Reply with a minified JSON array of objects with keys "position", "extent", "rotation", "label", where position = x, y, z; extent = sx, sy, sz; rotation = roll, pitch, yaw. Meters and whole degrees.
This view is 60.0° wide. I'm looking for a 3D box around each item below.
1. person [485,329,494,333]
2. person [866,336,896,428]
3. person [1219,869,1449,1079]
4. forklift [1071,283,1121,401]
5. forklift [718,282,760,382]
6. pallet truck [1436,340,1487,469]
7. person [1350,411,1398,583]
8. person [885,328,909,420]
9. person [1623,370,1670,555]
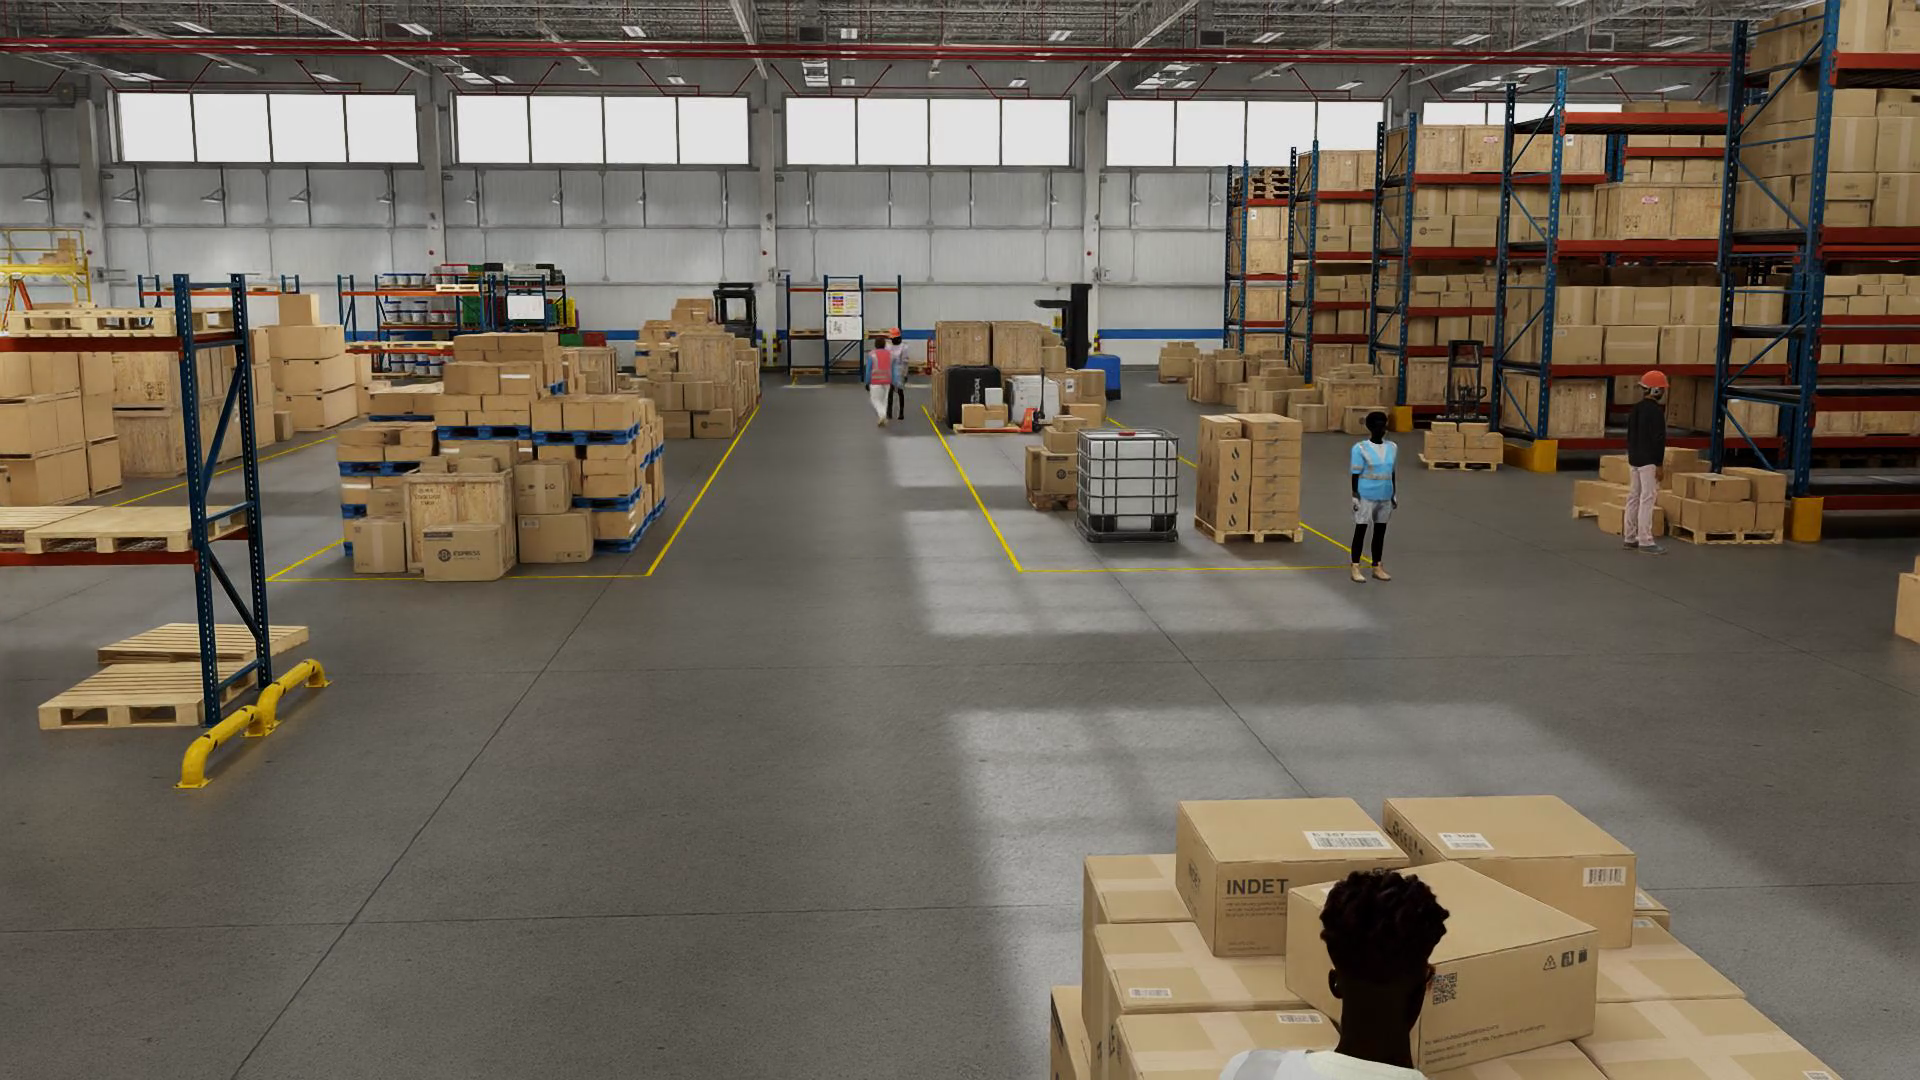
[{"position":[-9.762,-3.428,34.633],"extent":[0.638,1.909,0.916],"rotation":[1,9,5],"label":"person"},{"position":[-1.550,-3.106,32.826],"extent":[0.644,1.829,0.527],"rotation":[-5,10,-29],"label":"person"},{"position":[0.756,1.562,3.084],"extent":[0.605,1.966,0.367],"rotation":[5,10,30],"label":"person"},{"position":[2.877,-4.745,39.826],"extent":[1.873,2.768,1.129],"rotation":[-1,9,-4],"label":"forklift"},{"position":[-6.056,-5.590,45.133],"extent":[1.129,2.768,1.873],"rotation":[-1,9,-4],"label":"forklift"},{"position":[8.004,-2.170,26.422],"extent":[0.823,1.965,1.885],"rotation":[2,9,14],"label":"pallet truck"},{"position":[4.083,-0.424,16.397],"extent":[0.541,1.695,0.316],"rotation":[-3,10,-21],"label":"person"},{"position":[-1.352,-3.482,34.879],"extent":[0.542,1.928,0.374],"rotation":[2,9,13],"label":"person"},{"position":[7.481,-0.844,18.100],"extent":[0.379,1.996,0.611],"rotation":[-1,9,-7],"label":"person"}]
